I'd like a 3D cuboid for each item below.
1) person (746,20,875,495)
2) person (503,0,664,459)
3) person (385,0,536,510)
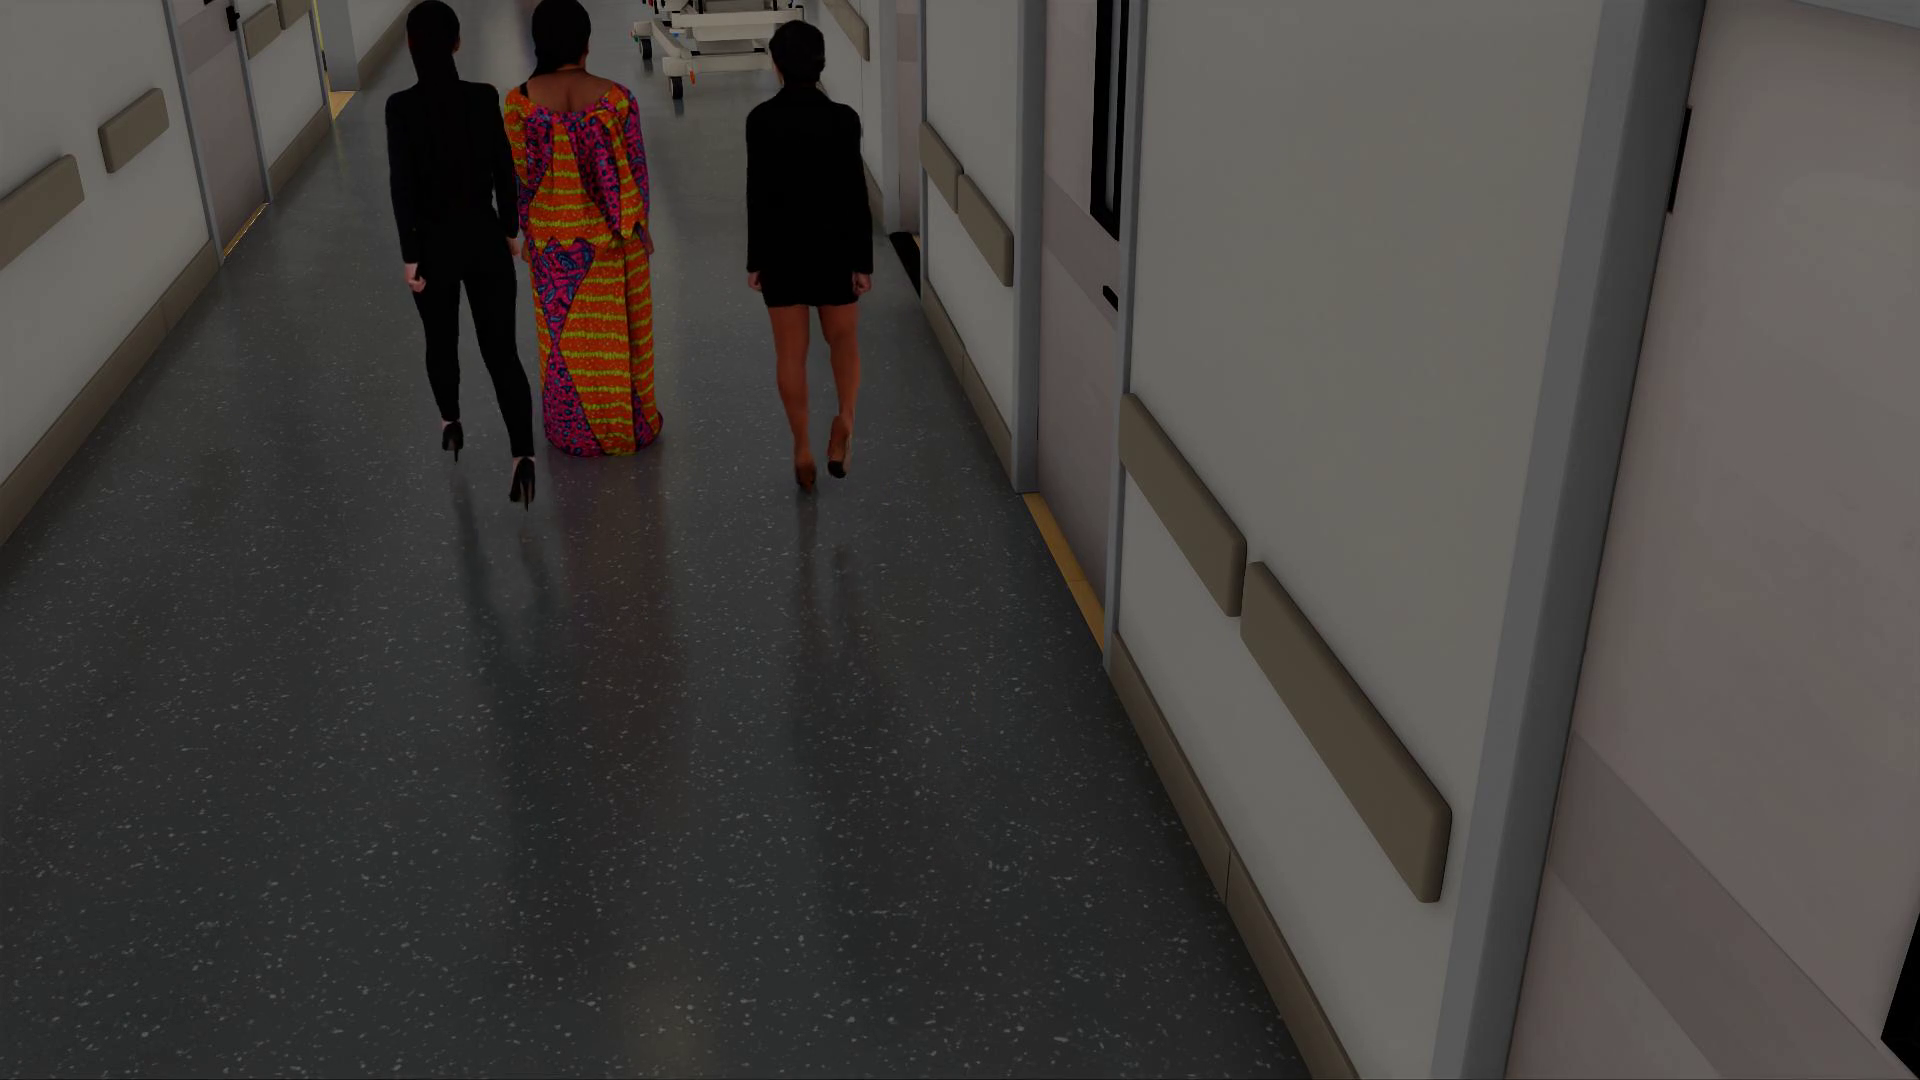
[{"bbox_3d":[-0.501,-0.899,5.642,0.673,1.630,0.659,-3,26,-7],"label":"person"},{"bbox_3d":[-1.391,-1.155,6.115,0.566,1.681,0.688,-5,26,-9],"label":"person"},{"bbox_3d":[-1.637,-0.902,5.608,1.080,1.665,0.896,-14,29,-27],"label":"person"}]
